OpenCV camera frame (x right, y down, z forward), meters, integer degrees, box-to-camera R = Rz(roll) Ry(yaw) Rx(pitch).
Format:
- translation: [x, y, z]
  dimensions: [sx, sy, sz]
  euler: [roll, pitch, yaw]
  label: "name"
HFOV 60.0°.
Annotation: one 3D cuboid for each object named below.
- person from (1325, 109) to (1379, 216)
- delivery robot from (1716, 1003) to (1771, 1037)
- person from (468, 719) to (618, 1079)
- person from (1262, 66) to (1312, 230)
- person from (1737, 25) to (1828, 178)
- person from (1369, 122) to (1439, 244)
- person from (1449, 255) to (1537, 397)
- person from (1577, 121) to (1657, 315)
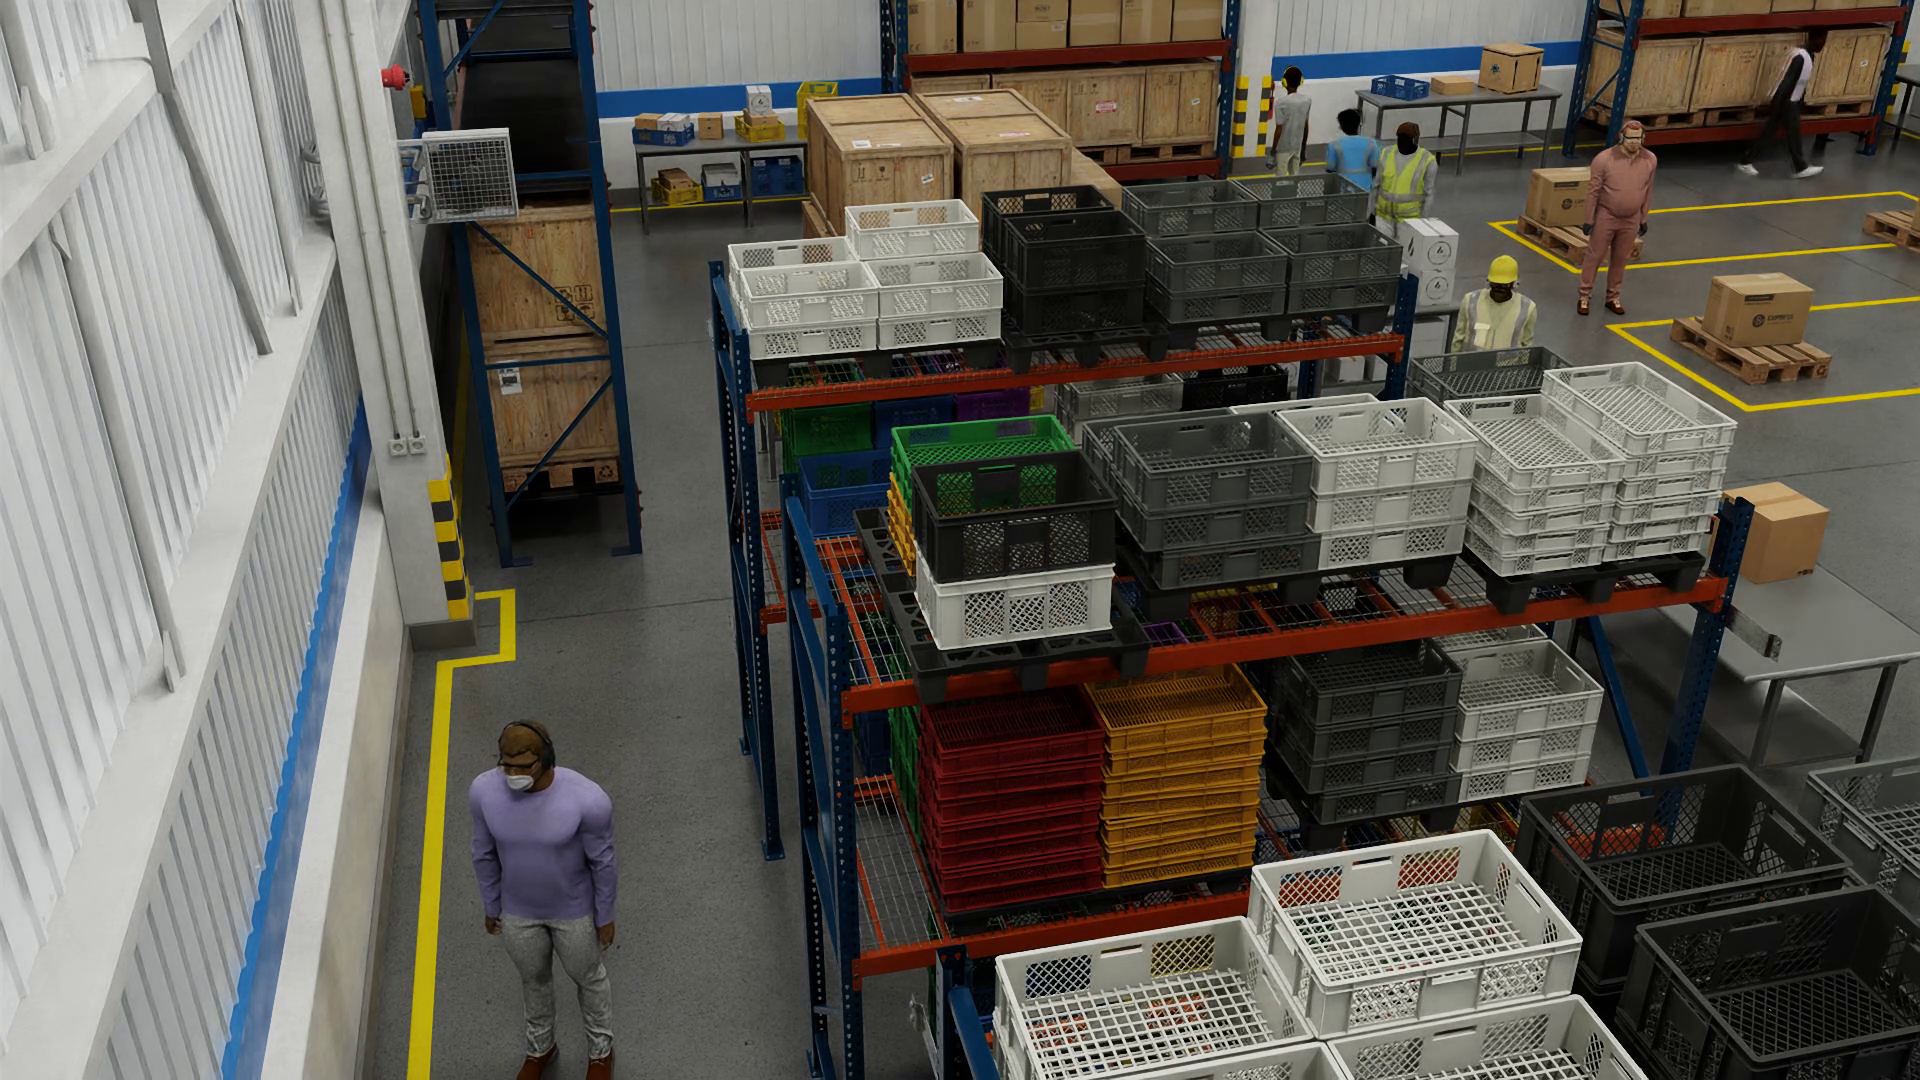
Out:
- translation: [4.139, -3.678, 17.507]
  dimensions: [0.681, 1.672, 0.335]
  euler: [2, 28, 3]
  label: "person"
- translation: [3.692, 2.221, 7.403]
  dimensions: [0.477, 0.478, 0.707]
  euler: [-11, 30, -19]
  label: "delivery robot"
- translation: [-1.781, 1.593, 7.219]
  dimensions: [0.630, 1.940, 0.372]
  euler: [3, 28, 5]
  label: "person"
- translation: [3.643, -4.328, 18.532]
  dimensions: [0.521, 1.863, 0.327]
  euler: [-14, 31, -25]
  label: "person"
- translation: [10.337, -5.433, 20.653]
  dimensions: [0.993, 1.843, 0.666]
  euler: [16, 32, 27]
  label: "person"
- translation: [4.336, -3.215, 16.444]
  dimensions: [0.634, 1.841, 0.429]
  euler: [19, 33, 32]
  label: "person"
- translation: [4.078, -1.314, 12.846]
  dimensions: [0.590, 1.833, 0.404]
  euler: [9, 29, 16]
  label: "person"
- translation: [6.408, -3.132, 16.218]
  dimensions: [0.654, 1.906, 0.408]
  euler: [-1, 28, -2]
  label: "person"
